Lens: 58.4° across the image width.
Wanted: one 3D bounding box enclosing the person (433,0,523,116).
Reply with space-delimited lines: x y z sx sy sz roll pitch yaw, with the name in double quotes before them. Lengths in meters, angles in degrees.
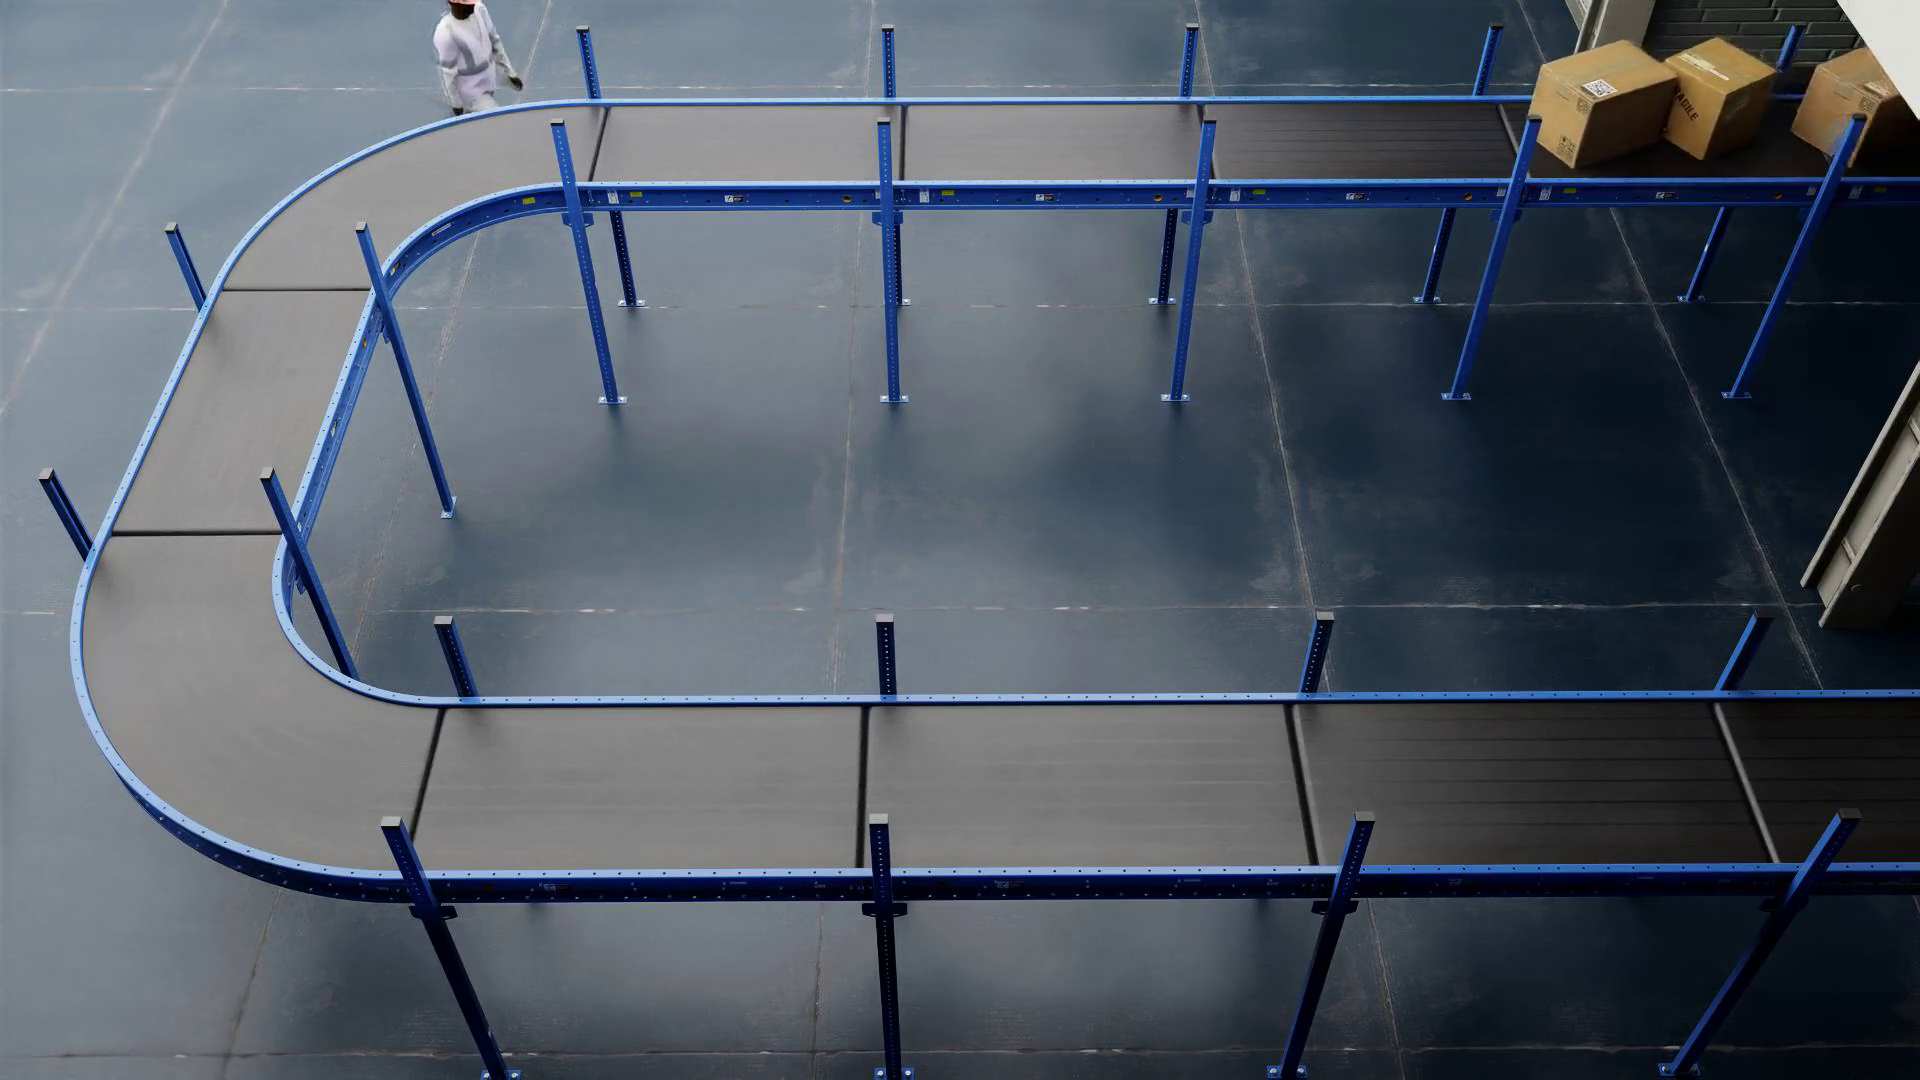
"person" -3.745 -3.547 13.300 0.983 1.896 0.563 15 49 14
